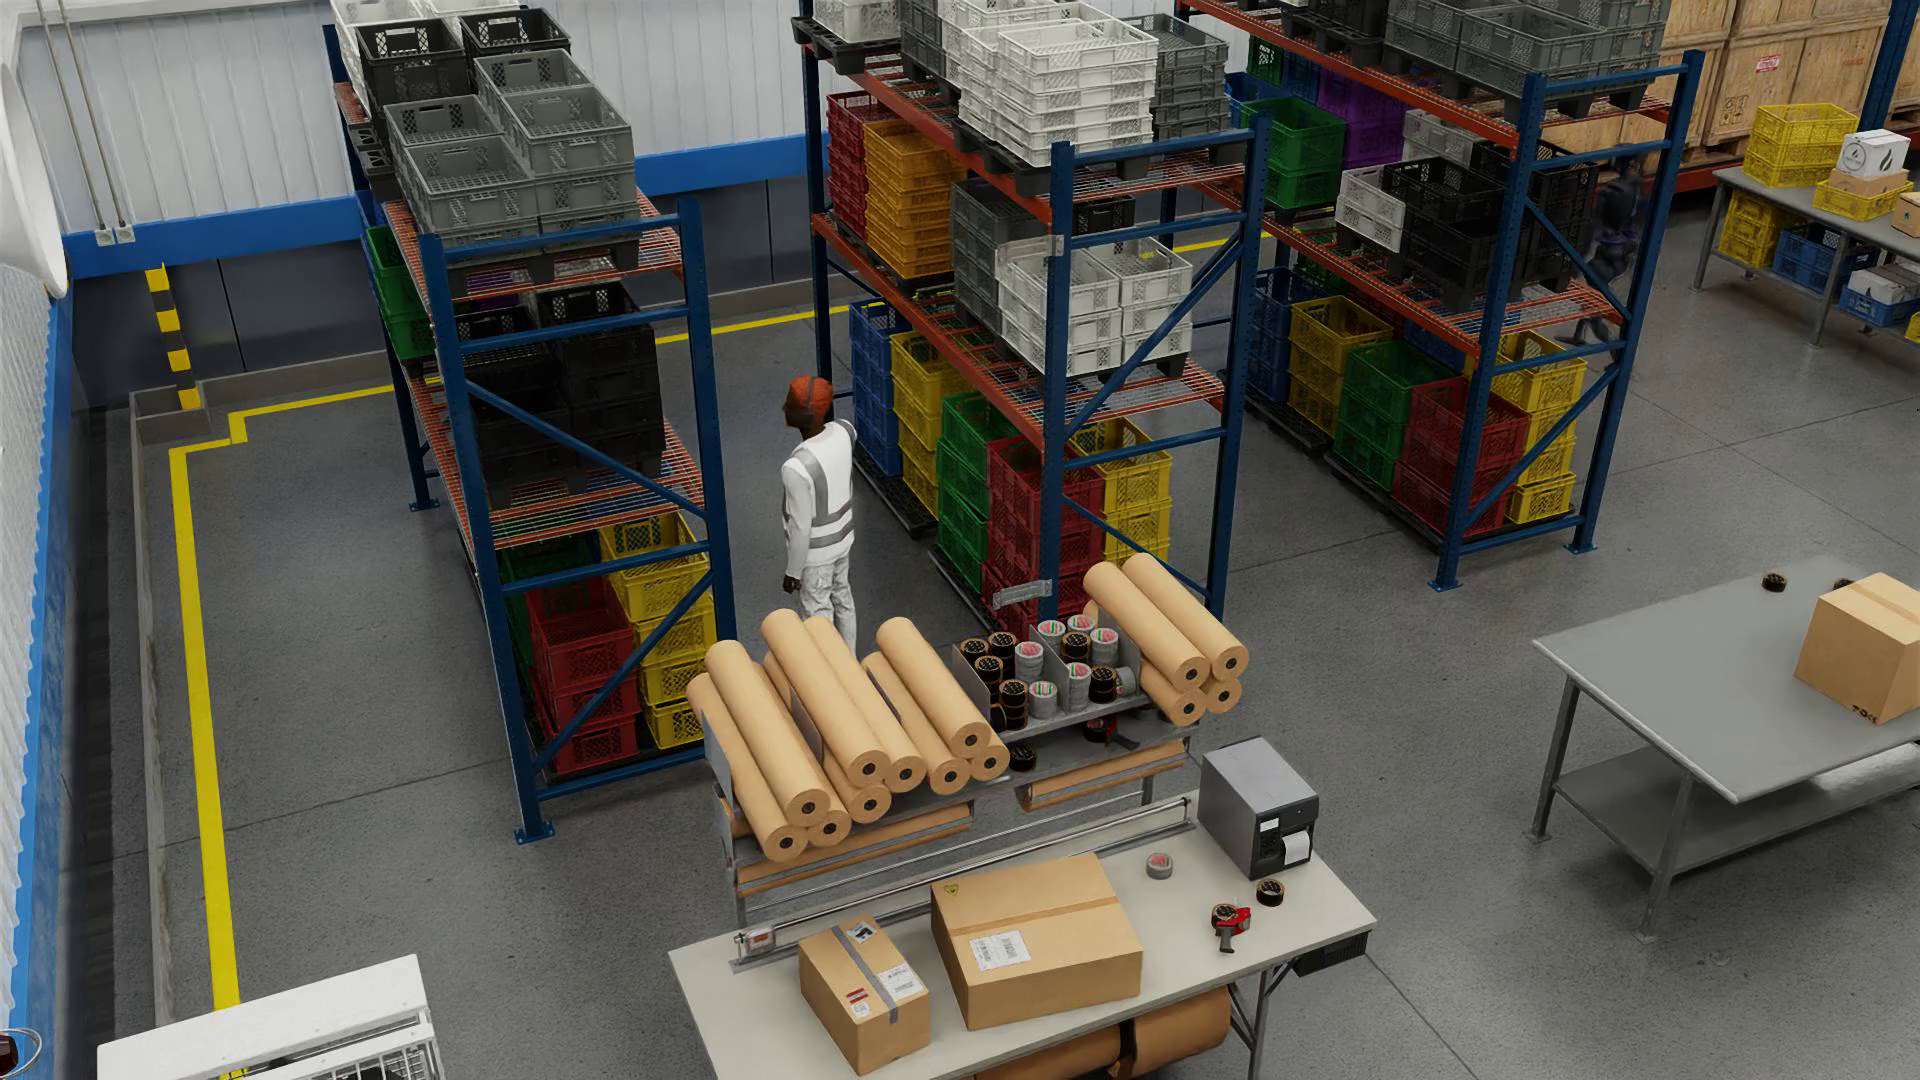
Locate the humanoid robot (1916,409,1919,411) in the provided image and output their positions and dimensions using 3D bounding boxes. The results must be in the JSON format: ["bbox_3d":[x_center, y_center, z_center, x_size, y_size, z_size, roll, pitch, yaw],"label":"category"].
[{"bbox_3d":[6.836,-1.471,11.036,0.559,1.627,0.657,16,35,24],"label":"humanoid robot"}]

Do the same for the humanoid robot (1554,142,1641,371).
[{"bbox_3d":[4.713,-2.052,12.002,0.601,1.645,0.670,-25,39,-34],"label":"humanoid robot"}]

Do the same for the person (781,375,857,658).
[{"bbox_3d":[-0.717,0.025,8.389,0.353,1.884,0.578,13,34,20],"label":"person"}]
